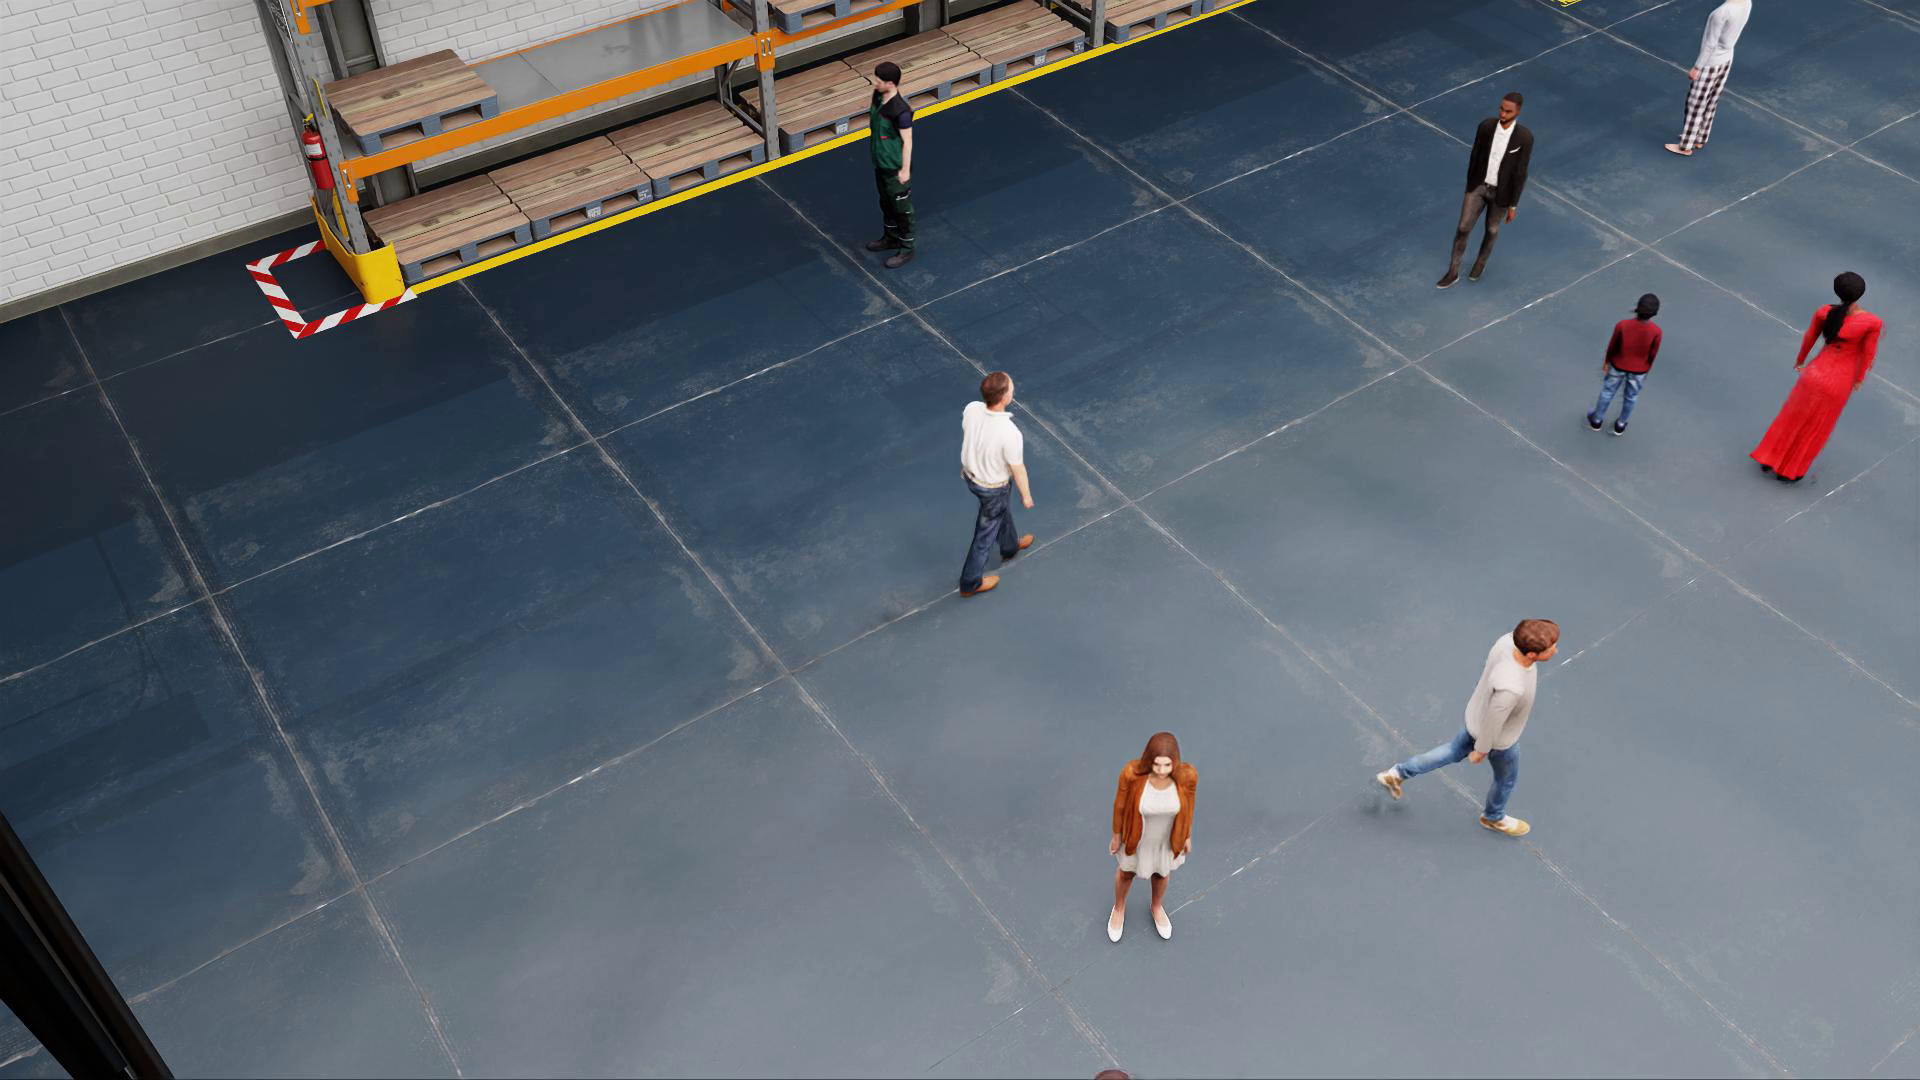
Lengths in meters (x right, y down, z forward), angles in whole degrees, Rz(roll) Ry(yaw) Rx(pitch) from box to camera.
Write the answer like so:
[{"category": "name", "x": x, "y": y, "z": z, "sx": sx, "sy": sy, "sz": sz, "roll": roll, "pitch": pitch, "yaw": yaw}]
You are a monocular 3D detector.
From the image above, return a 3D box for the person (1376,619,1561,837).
[{"category": "person", "x": 3.033, "y": 1.083, "z": 9.756, "sx": 1.252, "sy": 1.860, "sz": 1.173, "roll": 6, "pitch": 44, "yaw": 6}]

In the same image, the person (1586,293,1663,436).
[{"category": "person", "x": 5.123, "y": -1.343, "z": 12.744, "sx": 0.577, "sy": 1.251, "sz": 0.613, "roll": 16, "pitch": 46, "yaw": 16}]

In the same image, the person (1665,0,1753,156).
[{"category": "person", "x": 7.092, "y": -4.499, "z": 15.625, "sx": 0.476, "sy": 1.847, "sz": 0.688, "roll": -28, "pitch": 50, "yaw": -26}]

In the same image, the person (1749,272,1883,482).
[{"category": "person", "x": 6.345, "y": -1.160, "z": 12.172, "sx": 0.677, "sy": 1.775, "sz": 0.671, "roll": -20, "pitch": 47, "yaw": -20}]

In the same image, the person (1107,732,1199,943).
[{"category": "person", "x": 1.065, "y": 1.626, "z": 9.286, "sx": 0.674, "sy": 1.722, "sz": 0.770, "roll": -2, "pitch": 44, "yaw": -2}]

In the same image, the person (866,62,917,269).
[{"category": "person", "x": -0.570, "y": -3.249, "z": 14.274, "sx": 0.609, "sy": 1.900, "sz": 0.699, "roll": -20, "pitch": 47, "yaw": -20}]

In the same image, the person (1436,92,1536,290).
[{"category": "person", "x": 4.540, "y": -2.992, "z": 14.090, "sx": 0.864, "sy": 1.782, "sz": 0.986, "roll": 23, "pitch": 48, "yaw": 22}]

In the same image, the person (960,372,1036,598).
[{"category": "person", "x": 0.121, "y": -0.332, "z": 11.263, "sx": 0.950, "sy": 1.830, "sz": 0.660, "roll": -26, "pitch": 50, "yaw": -25}]
